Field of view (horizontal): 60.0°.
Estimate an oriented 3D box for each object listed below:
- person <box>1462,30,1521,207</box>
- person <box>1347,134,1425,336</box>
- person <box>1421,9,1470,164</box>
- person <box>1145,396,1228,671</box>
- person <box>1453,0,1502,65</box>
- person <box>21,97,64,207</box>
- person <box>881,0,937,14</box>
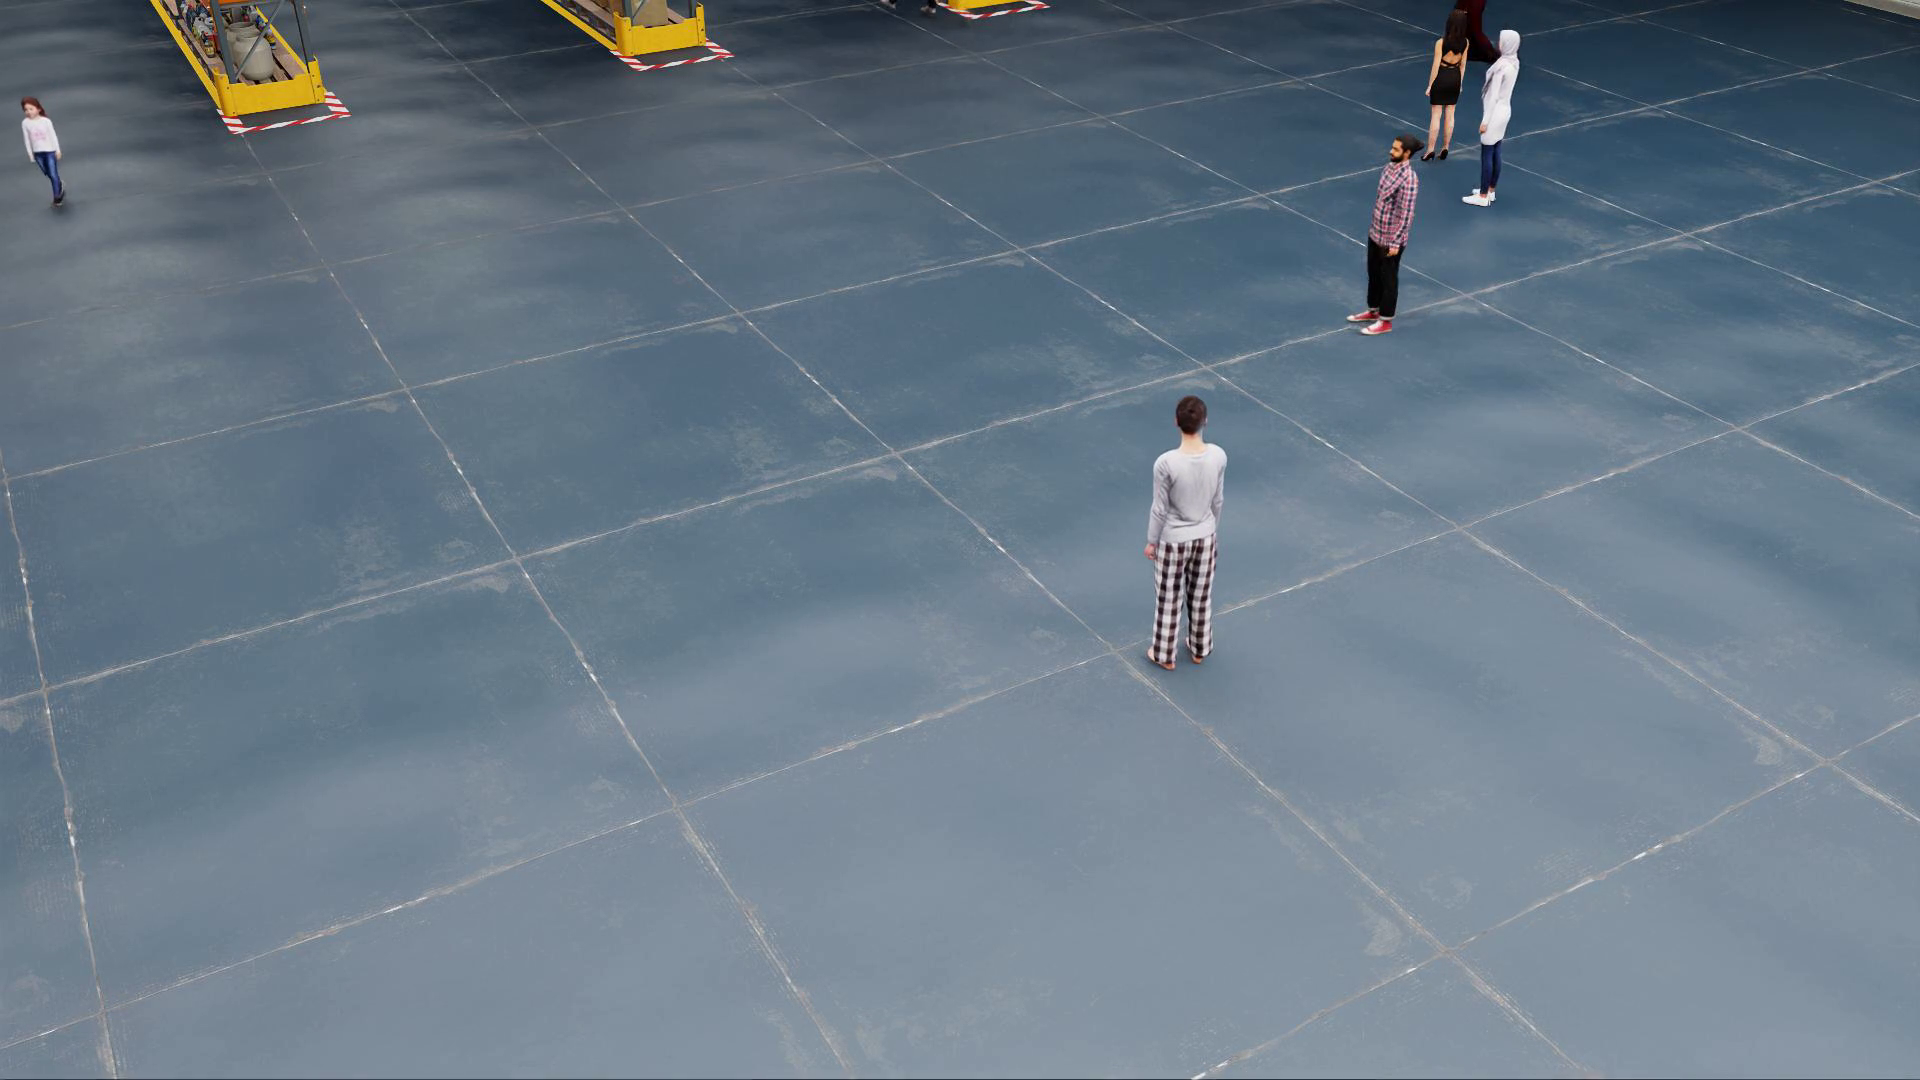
[{"bbox_3d":[5.478,-4.305,16.975,0.643,1.776,0.682,24,39,33],"label":"person"},{"bbox_3d":[3.714,-2.652,14.368,0.822,1.761,0.662,-7,33,-11],"label":"person"},{"bbox_3d":[5.287,-4.930,18.081,0.616,1.653,0.579,-6,33,-9],"label":"person"},{"bbox_3d":[1.380,-0.020,10.116,0.678,1.846,0.626,-8,33,-13],"label":"person"},{"bbox_3d":[6.493,-6.653,20.769,1.191,1.700,1.078,11,34,17],"label":"person"},{"bbox_3d":[-9.471,-4.053,17.219,0.593,1.089,0.836,-6,33,-9],"label":"person"},{"bbox_3d":[-0.589,-8.205,23.220,1.246,1.710,0.924,24,39,33],"label":"person"}]
